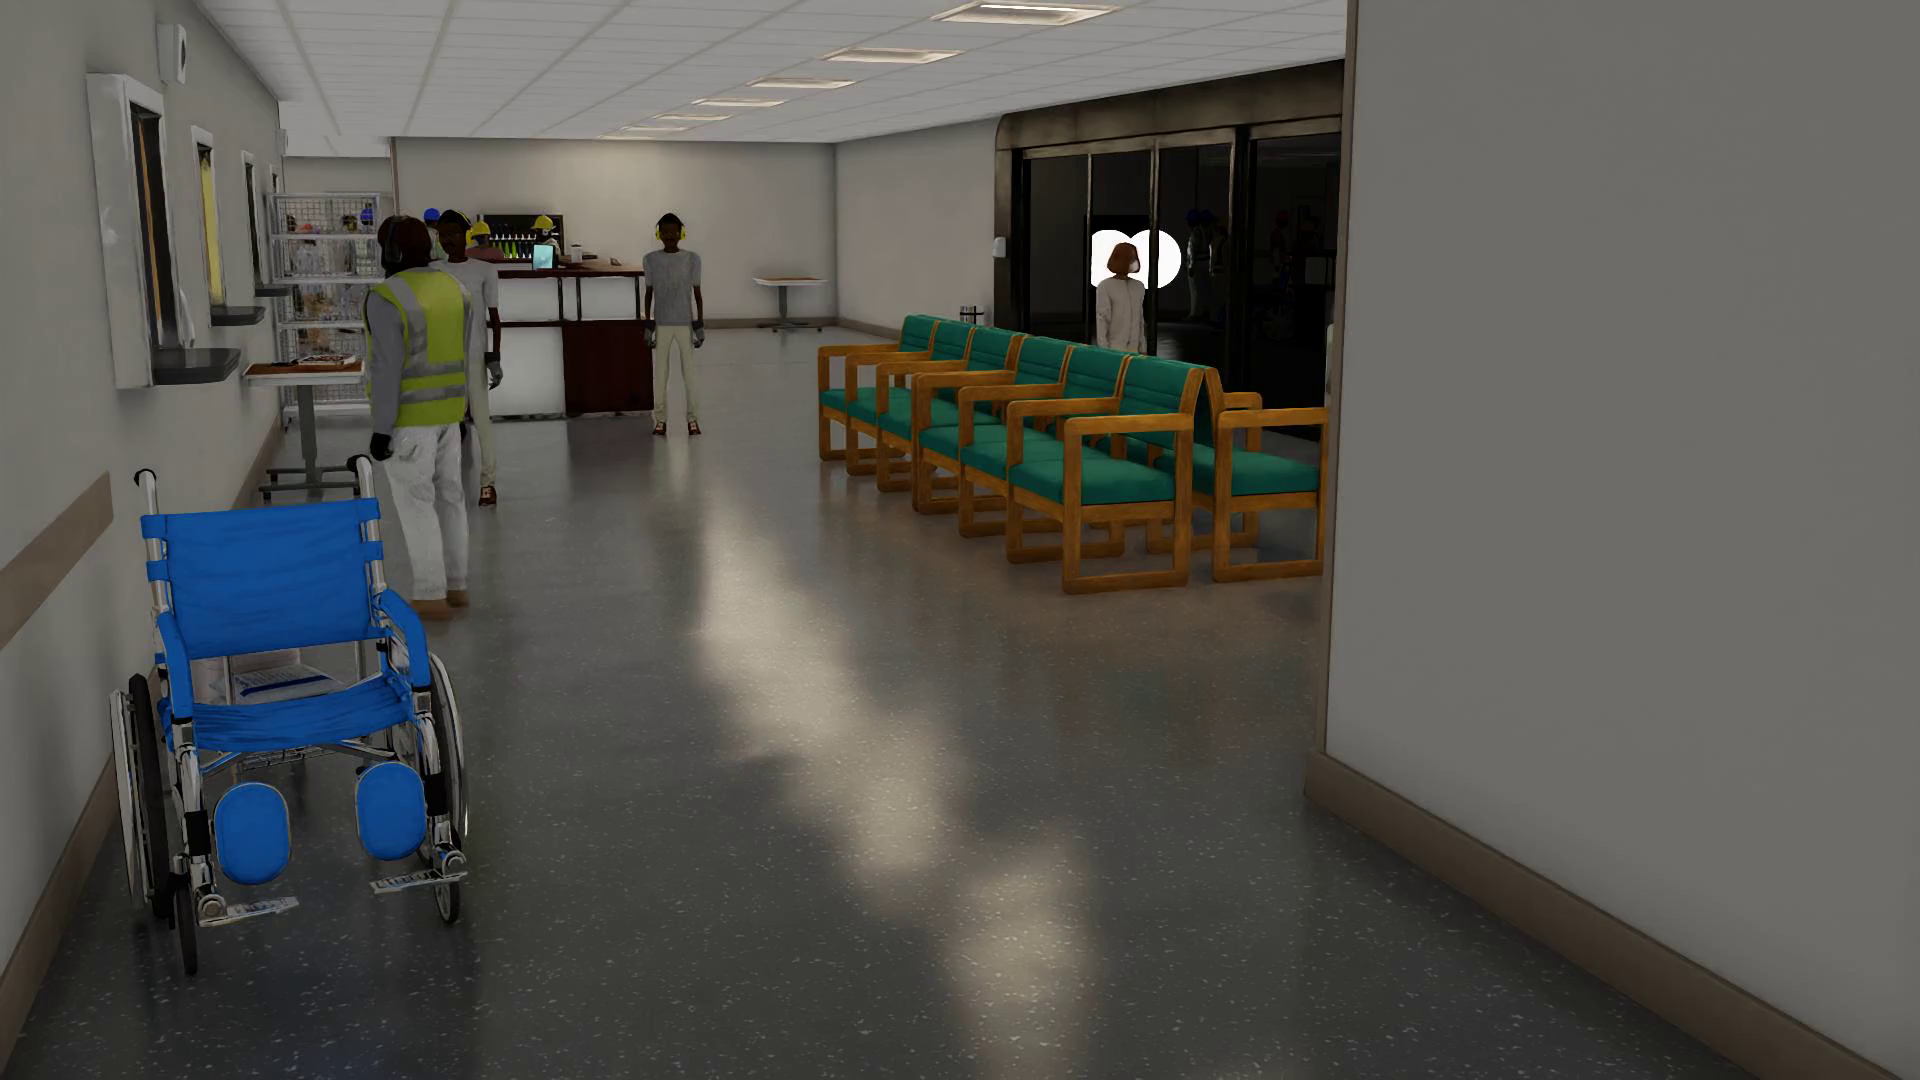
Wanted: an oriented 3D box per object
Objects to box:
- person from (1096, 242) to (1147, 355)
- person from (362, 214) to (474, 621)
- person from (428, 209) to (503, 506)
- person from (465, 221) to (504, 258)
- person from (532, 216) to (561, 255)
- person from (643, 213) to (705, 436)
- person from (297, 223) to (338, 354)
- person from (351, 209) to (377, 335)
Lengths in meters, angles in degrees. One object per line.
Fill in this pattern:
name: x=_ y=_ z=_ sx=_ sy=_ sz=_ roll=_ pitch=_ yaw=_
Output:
person: x=1.247 y=-1.467 z=12.826 sx=0.502 sy=1.632 sz=0.282 roll=-10 pitch=15 yaw=-41
person: x=-2.480 y=-0.552 z=7.607 sx=0.429 sy=1.841 sz=0.633 roll=4 pitch=12 yaw=20
person: x=-3.156 y=-1.141 z=10.538 sx=0.521 sy=1.871 sz=0.325 roll=0 pitch=11 yaw=2
person: x=-6.028 y=-3.147 z=21.107 sx=0.533 sy=1.767 sz=0.325 roll=0 pitch=11 yaw=-1
person: x=-5.451 y=-3.350 z=21.967 sx=0.404 sy=1.835 sz=0.587 roll=-4 pitch=12 yaw=-22
person: x=-2.393 y=-1.793 z=13.930 sx=0.506 sy=1.861 sz=0.329 roll=-1 pitch=11 yaw=-3
person: x=-8.566 y=-3.347 z=22.204 sx=0.435 sy=1.735 sz=0.596 roll=-11 pitch=15 yaw=-43
person: x=-9.121 y=-4.145 z=25.749 sx=0.614 sy=1.947 sz=0.388 roll=6 pitch=13 yaw=29
